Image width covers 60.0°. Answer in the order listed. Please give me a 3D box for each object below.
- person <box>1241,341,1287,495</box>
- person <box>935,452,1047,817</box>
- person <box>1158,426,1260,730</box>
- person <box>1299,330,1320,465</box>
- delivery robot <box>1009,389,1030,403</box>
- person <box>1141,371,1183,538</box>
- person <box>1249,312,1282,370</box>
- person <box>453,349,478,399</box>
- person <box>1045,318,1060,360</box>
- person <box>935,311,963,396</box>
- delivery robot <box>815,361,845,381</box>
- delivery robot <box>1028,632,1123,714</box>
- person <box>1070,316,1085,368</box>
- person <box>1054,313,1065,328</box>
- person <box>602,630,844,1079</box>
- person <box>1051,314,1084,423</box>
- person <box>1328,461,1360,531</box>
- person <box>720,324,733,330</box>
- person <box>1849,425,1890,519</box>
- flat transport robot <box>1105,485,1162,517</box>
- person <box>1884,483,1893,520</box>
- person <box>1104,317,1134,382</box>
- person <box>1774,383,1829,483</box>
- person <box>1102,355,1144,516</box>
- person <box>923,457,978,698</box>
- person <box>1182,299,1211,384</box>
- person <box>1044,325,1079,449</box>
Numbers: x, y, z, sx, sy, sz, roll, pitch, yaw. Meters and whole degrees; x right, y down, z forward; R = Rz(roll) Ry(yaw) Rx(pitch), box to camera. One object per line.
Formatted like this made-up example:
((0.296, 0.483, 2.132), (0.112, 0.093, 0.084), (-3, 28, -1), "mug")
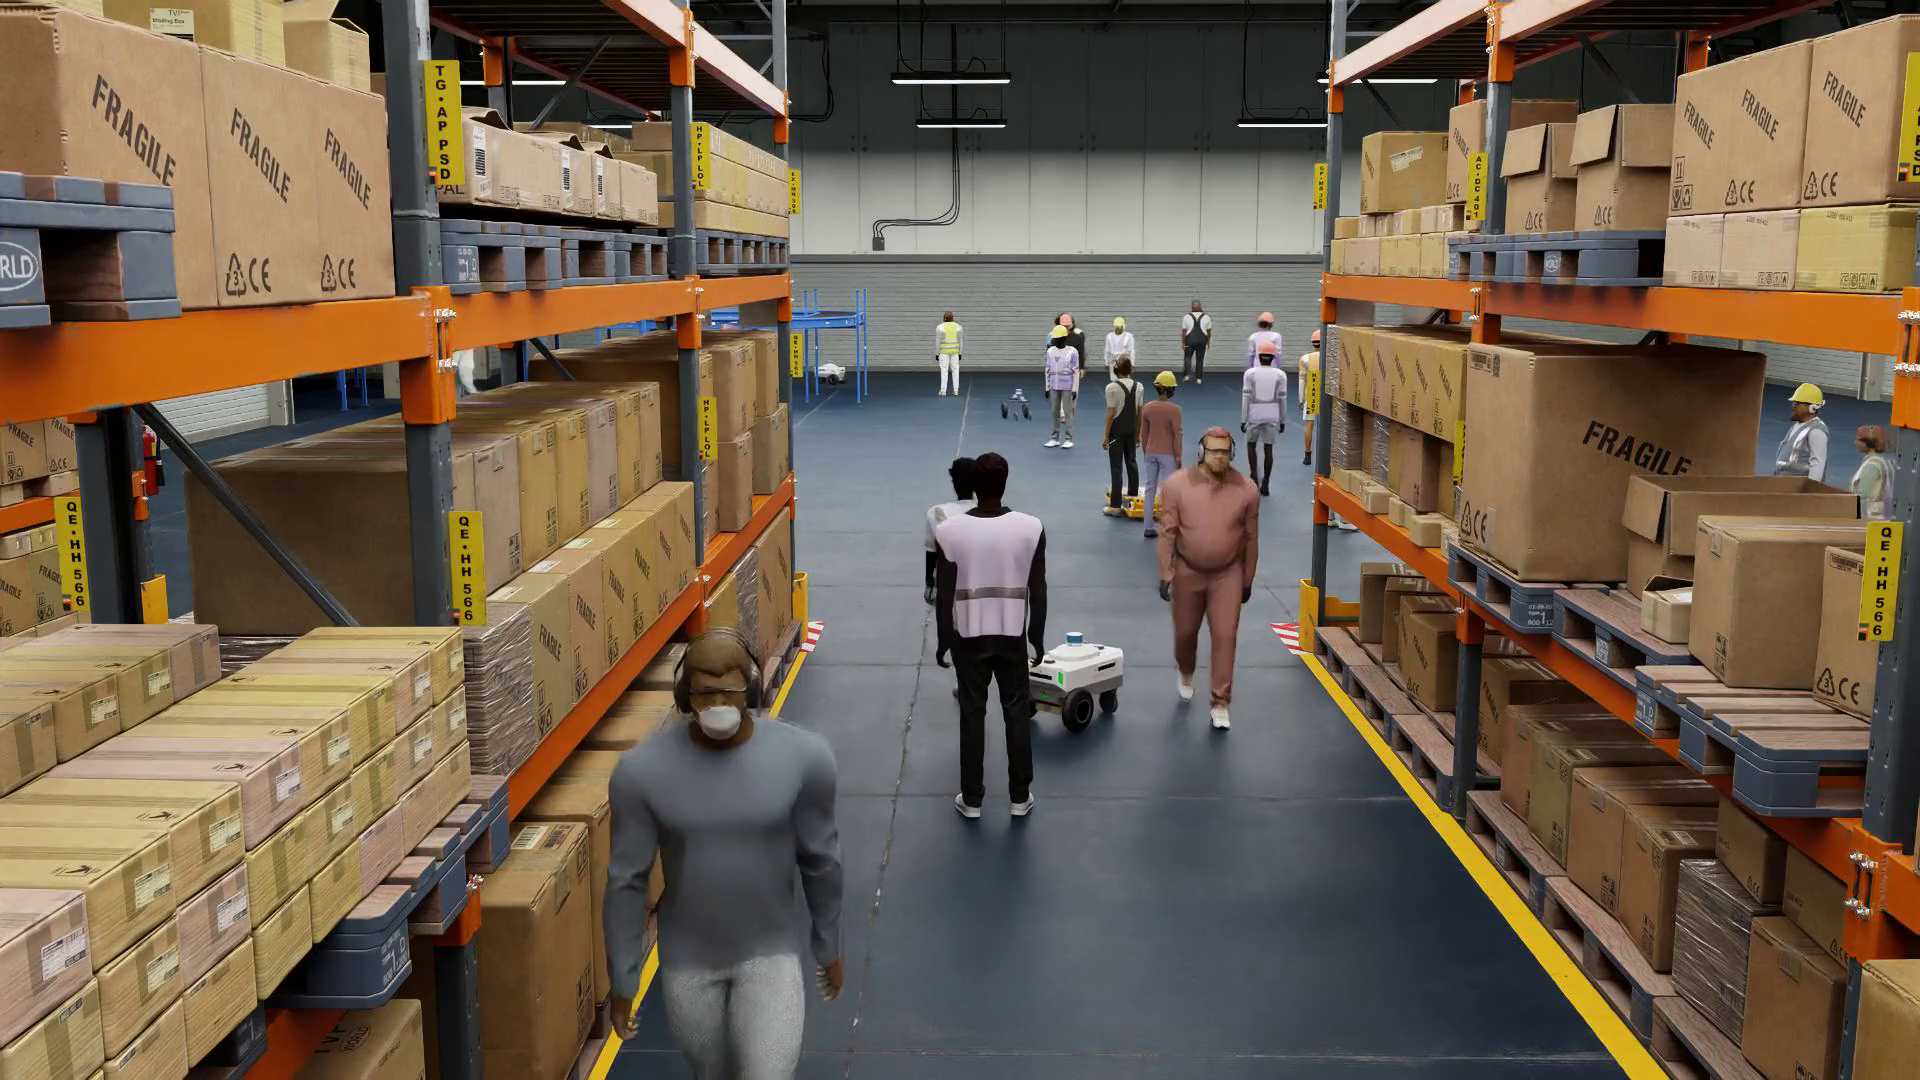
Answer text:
((3.828, -1.552, 21.007), (0.584, 1.913, 0.629), (0, 9, 3), "person")
((0.162, 0.502, 8.702), (0.587, 1.920, 0.393), (0, 9, -2), "person")
((1.587, 0.196, 10.650), (0.640, 1.880, 0.862), (1, 10, 7), "person")
((5.160, -2.056, 23.995), (0.542, 1.930, 0.375), (3, 10, 17), "person")
((1.092, -2.696, 31.009), (0.335, 0.223, 0.698), (-2, 10, -14), "delivery robot")
((2.134, -0.892, 17.507), (0.330, 1.768, 0.526), (-9, 13, -42), "person")
((5.418, -3.028, 29.512), (0.647, 2.029, 0.469), (6, 11, 33), "person")
((-9.250, -3.139, 30.593), (0.994, 1.890, 0.639), (-1, 10, -8), "person")
((2.190, -4.134, 37.184), (0.560, 1.656, 0.696), (-2, 10, -14), "person")
((-0.249, -4.094, 36.467), (0.626, 1.844, 0.429), (-3, 10, -18), "person")
((-3.122, -4.057, 39.935), (0.707, 0.478, 0.477), (5, 11, 27), "delivery robot")
((0.734, 0.834, 10.639), (0.477, 0.478, 0.707), (8, 13, 41), "delivery robot")
((2.214, -3.639, 33.792), (0.621, 1.825, 0.453), (4, 10, 25), "person")
((2.606, -5.070, 43.031), (0.324, 1.611, 0.600), (-6, 11, -34), "person")
((-0.650, 1.202, 4.553), (0.658, 1.898, 0.973), (0, 9, -3), "person")
((1.972, -3.162, 30.501), (0.611, 1.969, 0.801), (0, 9, 3), "person")
((4.164, -0.932, 18.120), (0.314, 1.641, 0.515), (-4, 10, -22), "person")
((-3.791, -2.630, 27.556), (0.616, 1.889, 0.649), (2, 10, 14), "person")
((7.393, -0.133, 13.474), (0.840, 1.603, 0.525), (5, 10, 25), "person")
((2.174, -0.469, 19.570), (0.652, 0.197, 1.431), (-1, 10, -7), "flat transport robot")
((6.042, 0.263, 10.345), (0.649, 1.917, 0.995), (-3, 10, -19), "person")
((3.213, -3.596, 33.554), (0.600, 1.819, 0.482), (4, 10, 23), "person")
((7.465, -0.476, 14.804), (0.404, 1.836, 0.599), (1, 10, 9), "person")
((1.871, -1.209, 19.171), (0.516, 1.844, 0.332), (-5, 11, -30), "person")
((0.046, 0.297, 10.702), (0.538, 1.668, 0.821), (-3, 10, -18), "person")
((5.677, -4.759, 39.976), (0.705, 2.000, 0.539), (1, 10, 4), "person")
((1.576, -2.402, 26.081), (0.594, 1.922, 0.386), (7, 12, 36), "person")
